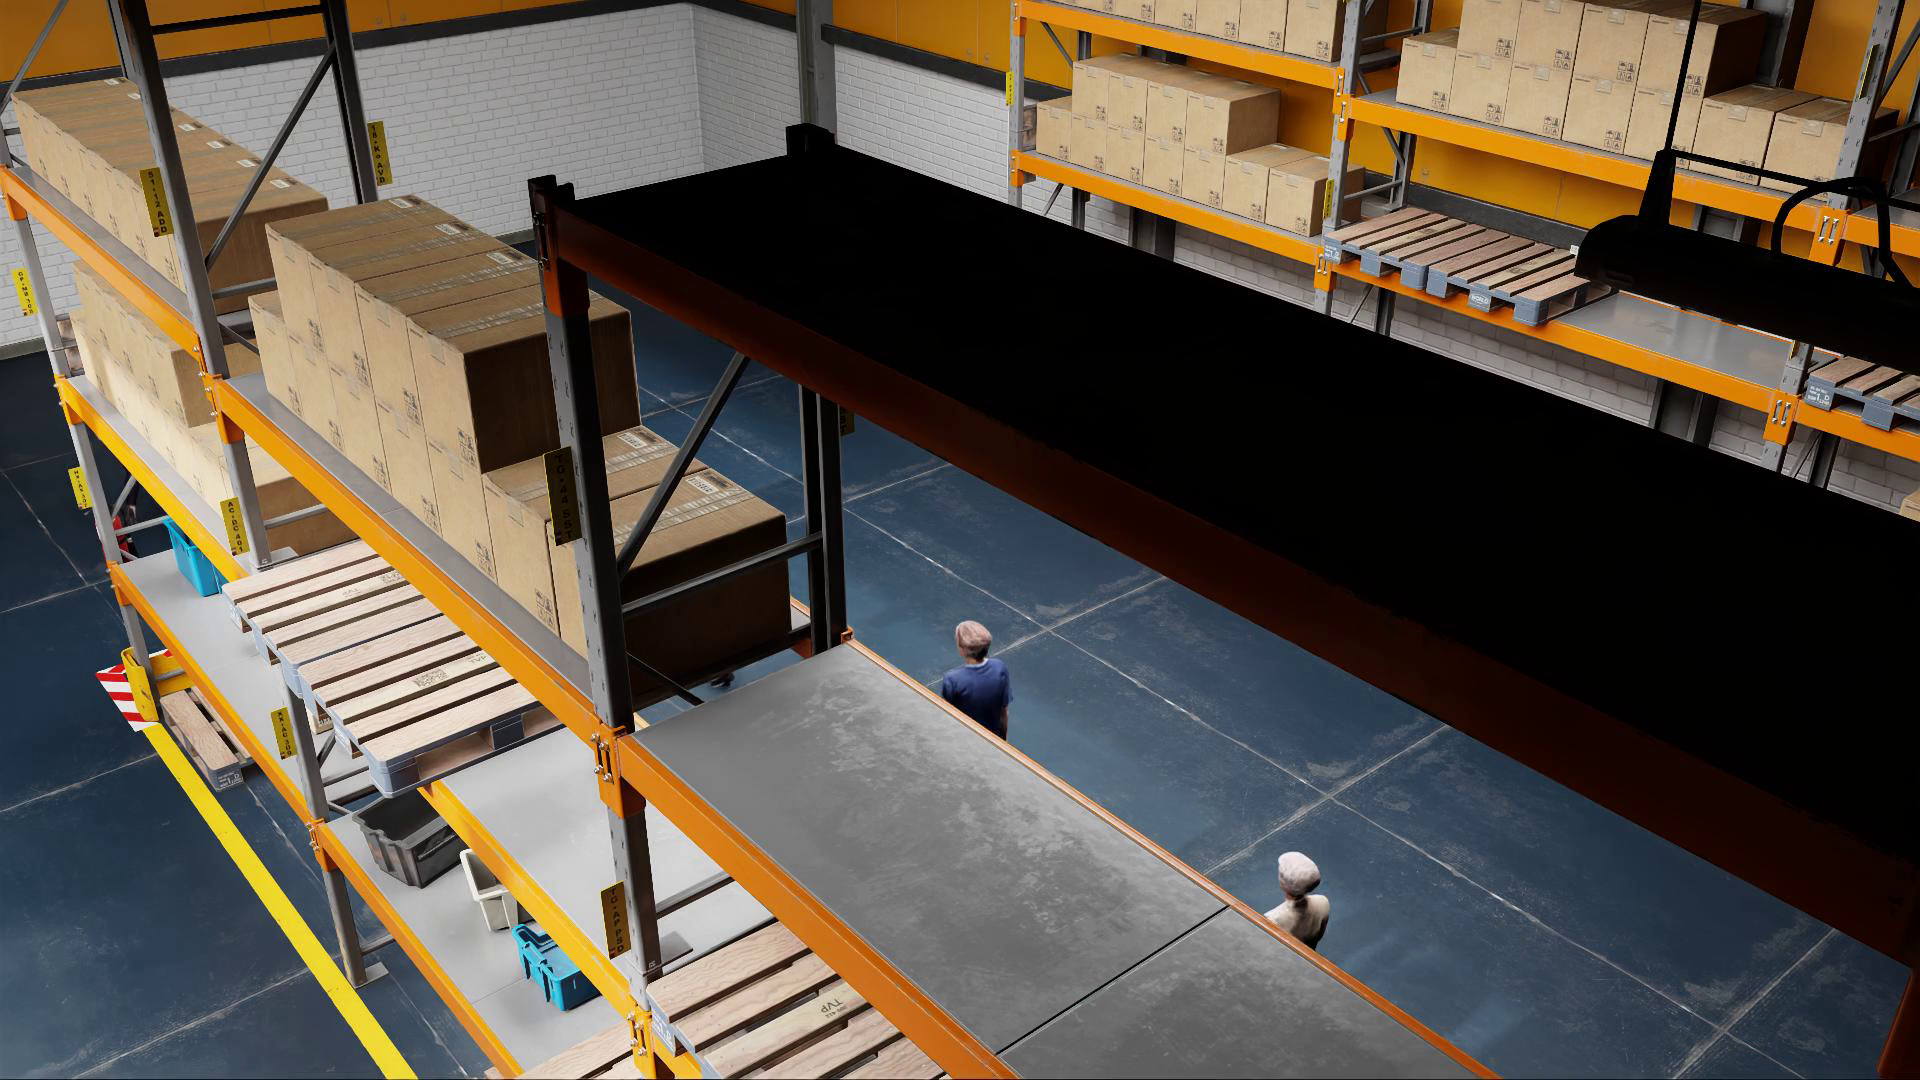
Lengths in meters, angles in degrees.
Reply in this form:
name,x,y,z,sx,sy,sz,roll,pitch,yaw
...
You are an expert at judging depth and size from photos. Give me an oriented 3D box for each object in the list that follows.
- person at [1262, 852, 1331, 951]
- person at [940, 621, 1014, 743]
name,x,y,z,sx,sy,sz,roll,pitch,yaw
person,1.825,2.498,9.051,0.815,1.726,1.058,-13,31,-22
person,0.147,1.421,10.914,0.733,1.833,1.072,-17,33,-29
